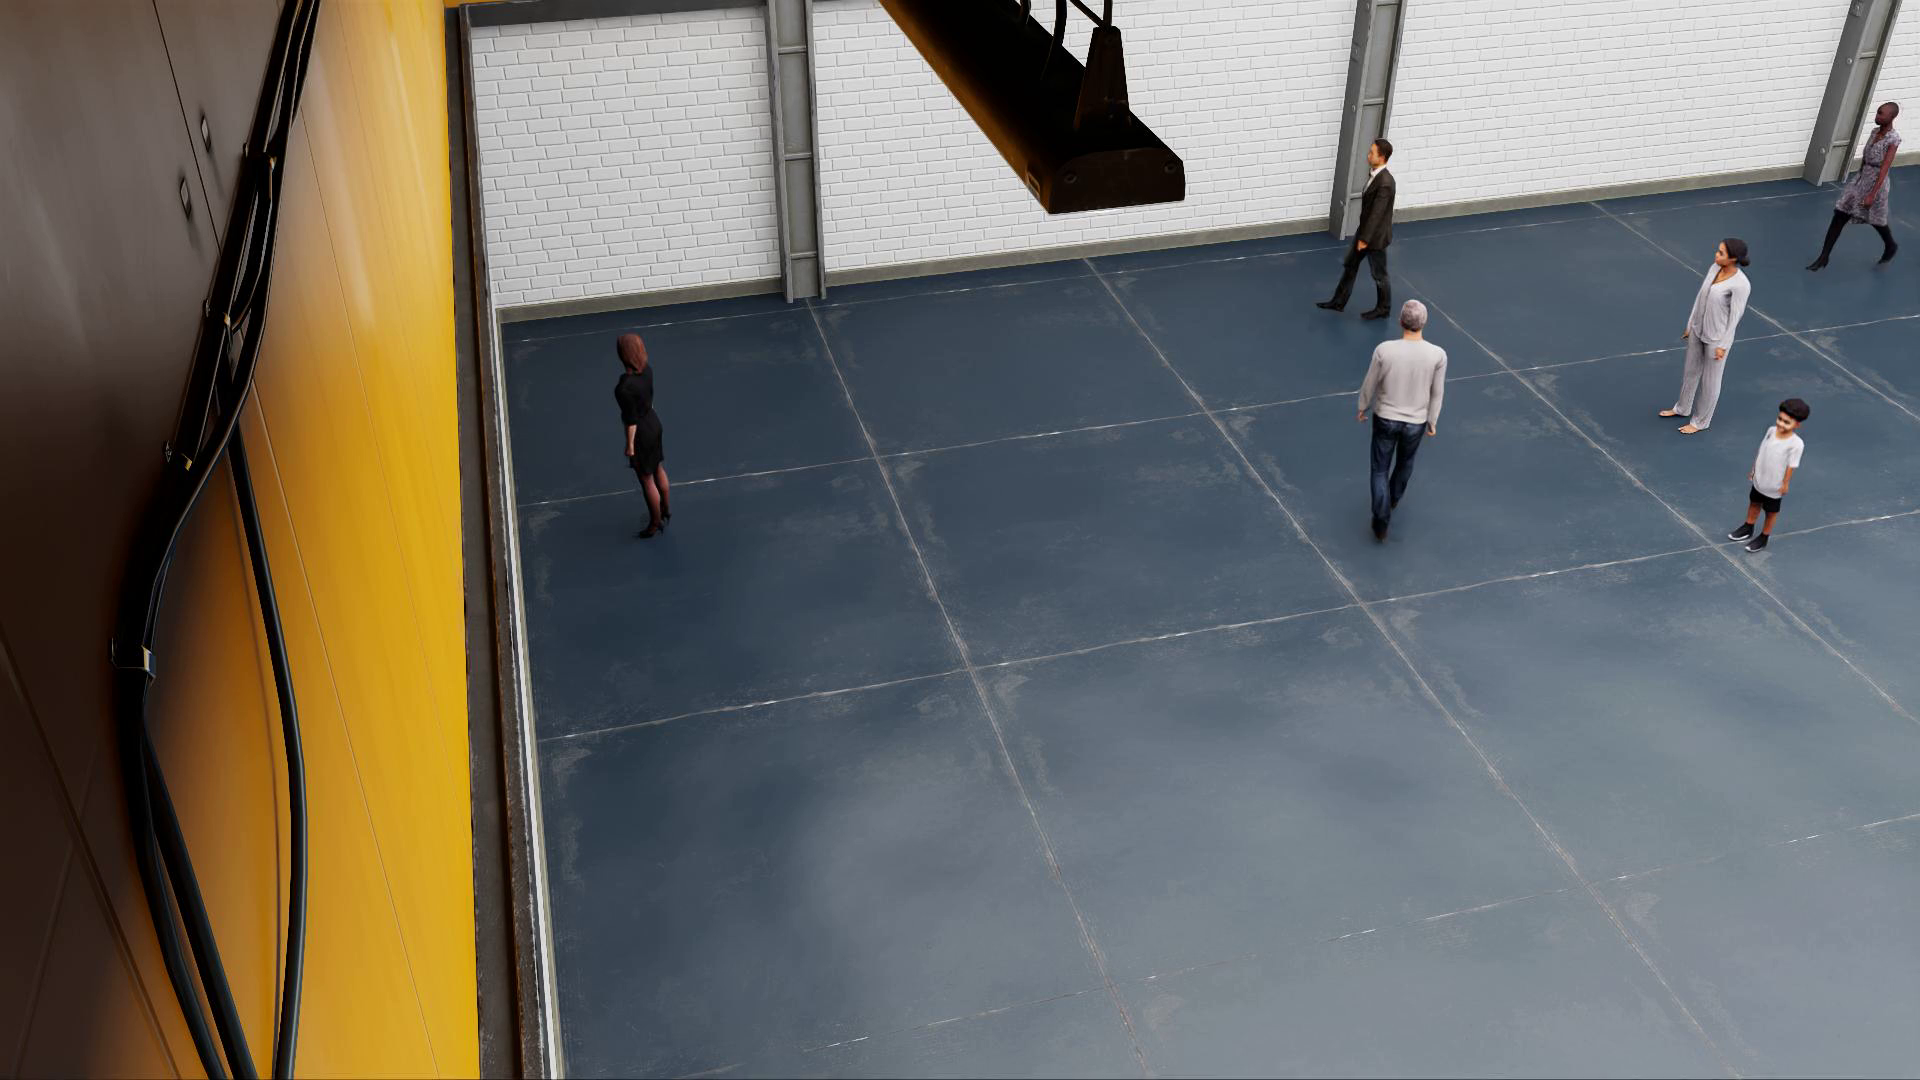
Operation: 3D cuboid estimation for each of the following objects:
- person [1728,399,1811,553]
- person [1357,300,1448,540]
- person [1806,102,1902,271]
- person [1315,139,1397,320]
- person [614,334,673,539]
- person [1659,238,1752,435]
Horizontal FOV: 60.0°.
[{"bbox_3d":[6.185,-0.514,12.635,0.535,1.258,0.517,-14,36,-20],"label":"person"},{"bbox_3d":[3.325,-0.869,12.614,1.124,1.872,1.084,6,34,9],"label":"person"},{"bbox_3d":[9.200,-3.483,16.668,1.195,1.738,0.605,-8,34,-12],"label":"person"},{"bbox_3d":[4.021,-2.915,15.778,0.983,1.777,0.802,-4,34,-6],"label":"person"},{"bbox_3d":[-2.407,-0.795,12.654,0.661,1.705,0.659,9,35,13],"label":"person"},{"bbox_3d":[6.360,-1.746,14.057,0.522,1.736,0.638,-10,35,-14],"label":"person"}]
